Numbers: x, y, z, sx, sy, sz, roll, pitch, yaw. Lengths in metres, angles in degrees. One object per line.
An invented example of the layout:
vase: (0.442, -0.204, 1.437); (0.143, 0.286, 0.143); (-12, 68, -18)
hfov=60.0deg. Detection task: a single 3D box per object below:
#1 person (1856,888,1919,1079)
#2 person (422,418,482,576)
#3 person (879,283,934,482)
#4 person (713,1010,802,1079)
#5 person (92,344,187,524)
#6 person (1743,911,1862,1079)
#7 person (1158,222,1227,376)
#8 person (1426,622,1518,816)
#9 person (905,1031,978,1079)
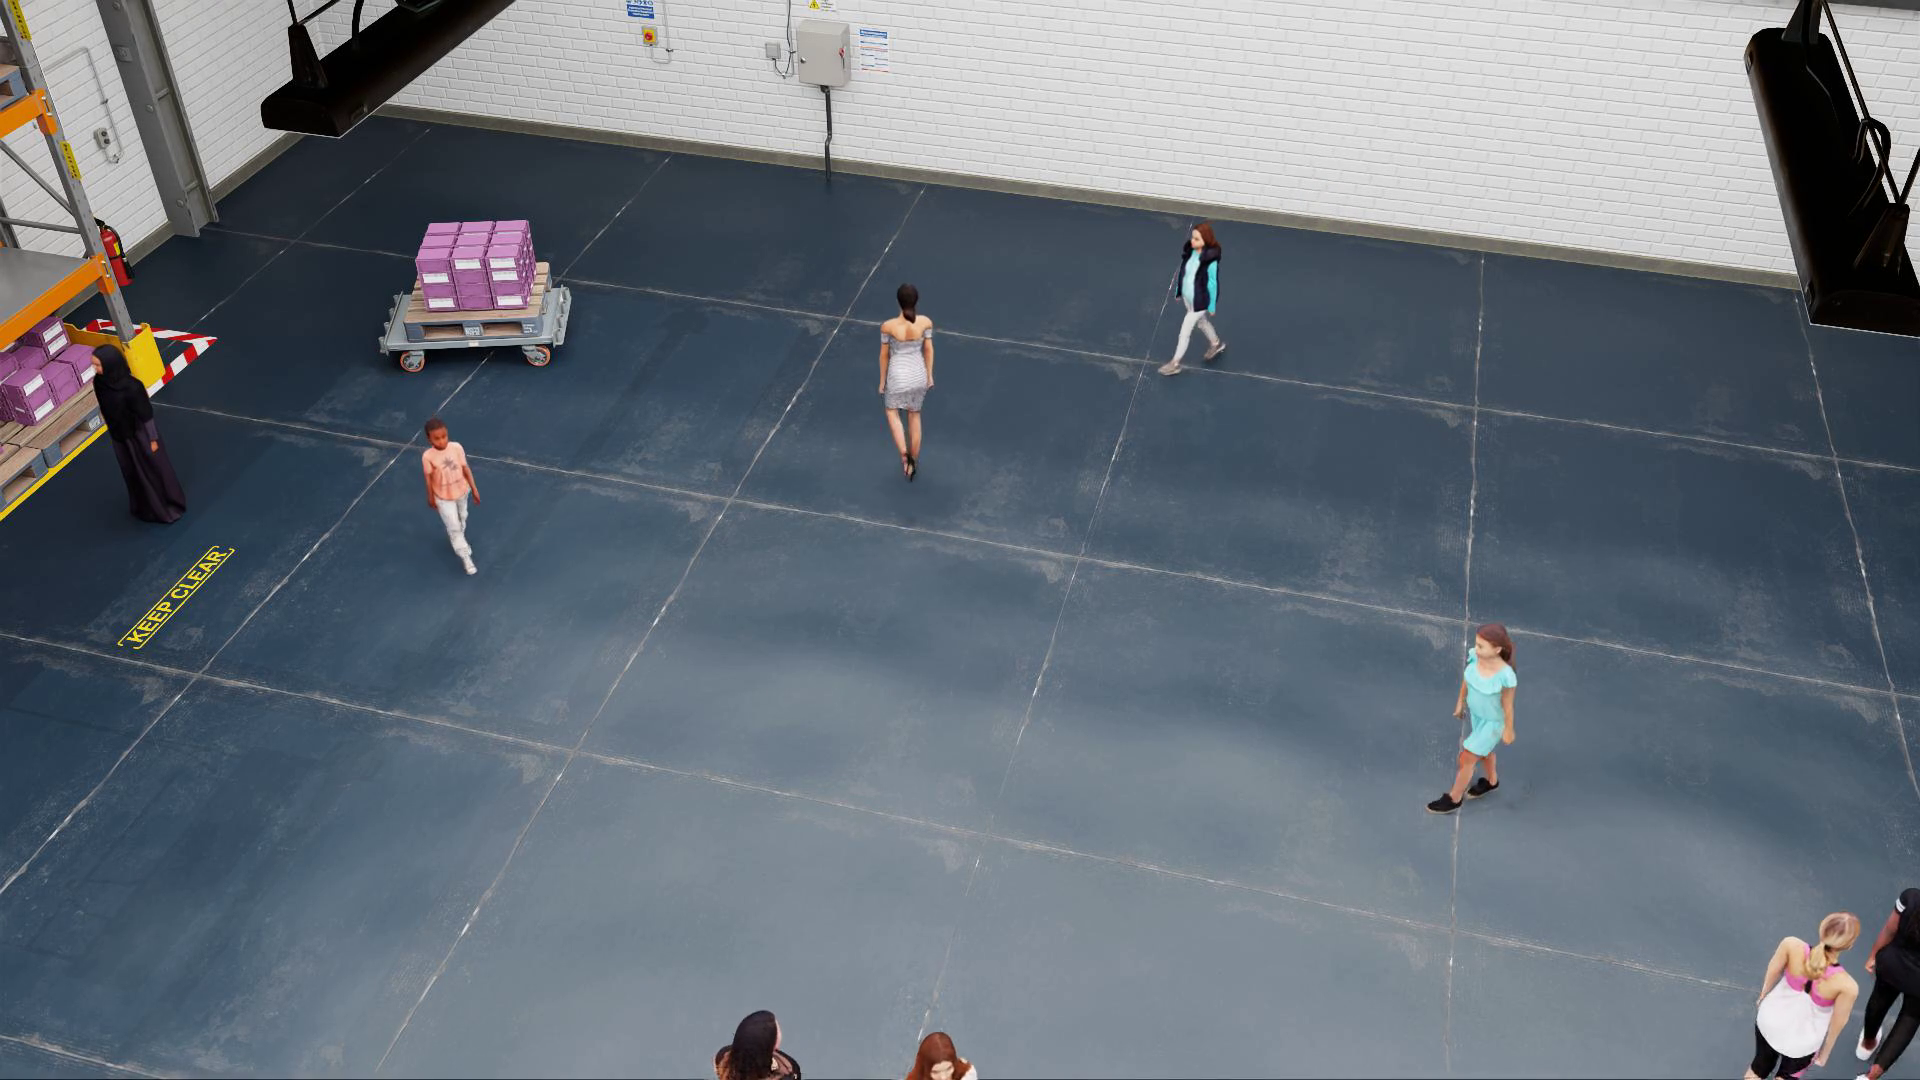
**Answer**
person: (5.136, 2.399, 9.031); (0.876, 1.712, 1.064); (28, 46, 31)
person: (-3.971, -0.413, 12.891); (0.821, 1.288, 0.857); (-23, 44, -26)
person: (-0.415, -1.212, 13.473); (0.769, 1.811, 0.834); (-9, 40, -11)
person: (-0.999, 3.007, 8.288); (0.924, 1.689, 1.126); (27, 46, 29)
person: (-6.547, -0.860, 13.190); (0.620, 1.615, 0.601); (13, 40, 16)
person: (4.289, 2.616, 8.710); (0.953, 1.773, 0.850); (-27, 46, -30)
person: (2.192, -2.199, 14.982); (1.028, 1.471, 0.981); (-19, 42, -22)
person: (3.474, 1.135, 10.764); (0.871, 1.525, 0.864); (-15, 41, -18)
person: (-0.145, 2.934, 8.374); (0.891, 1.696, 1.111); (-8, 39, -10)
